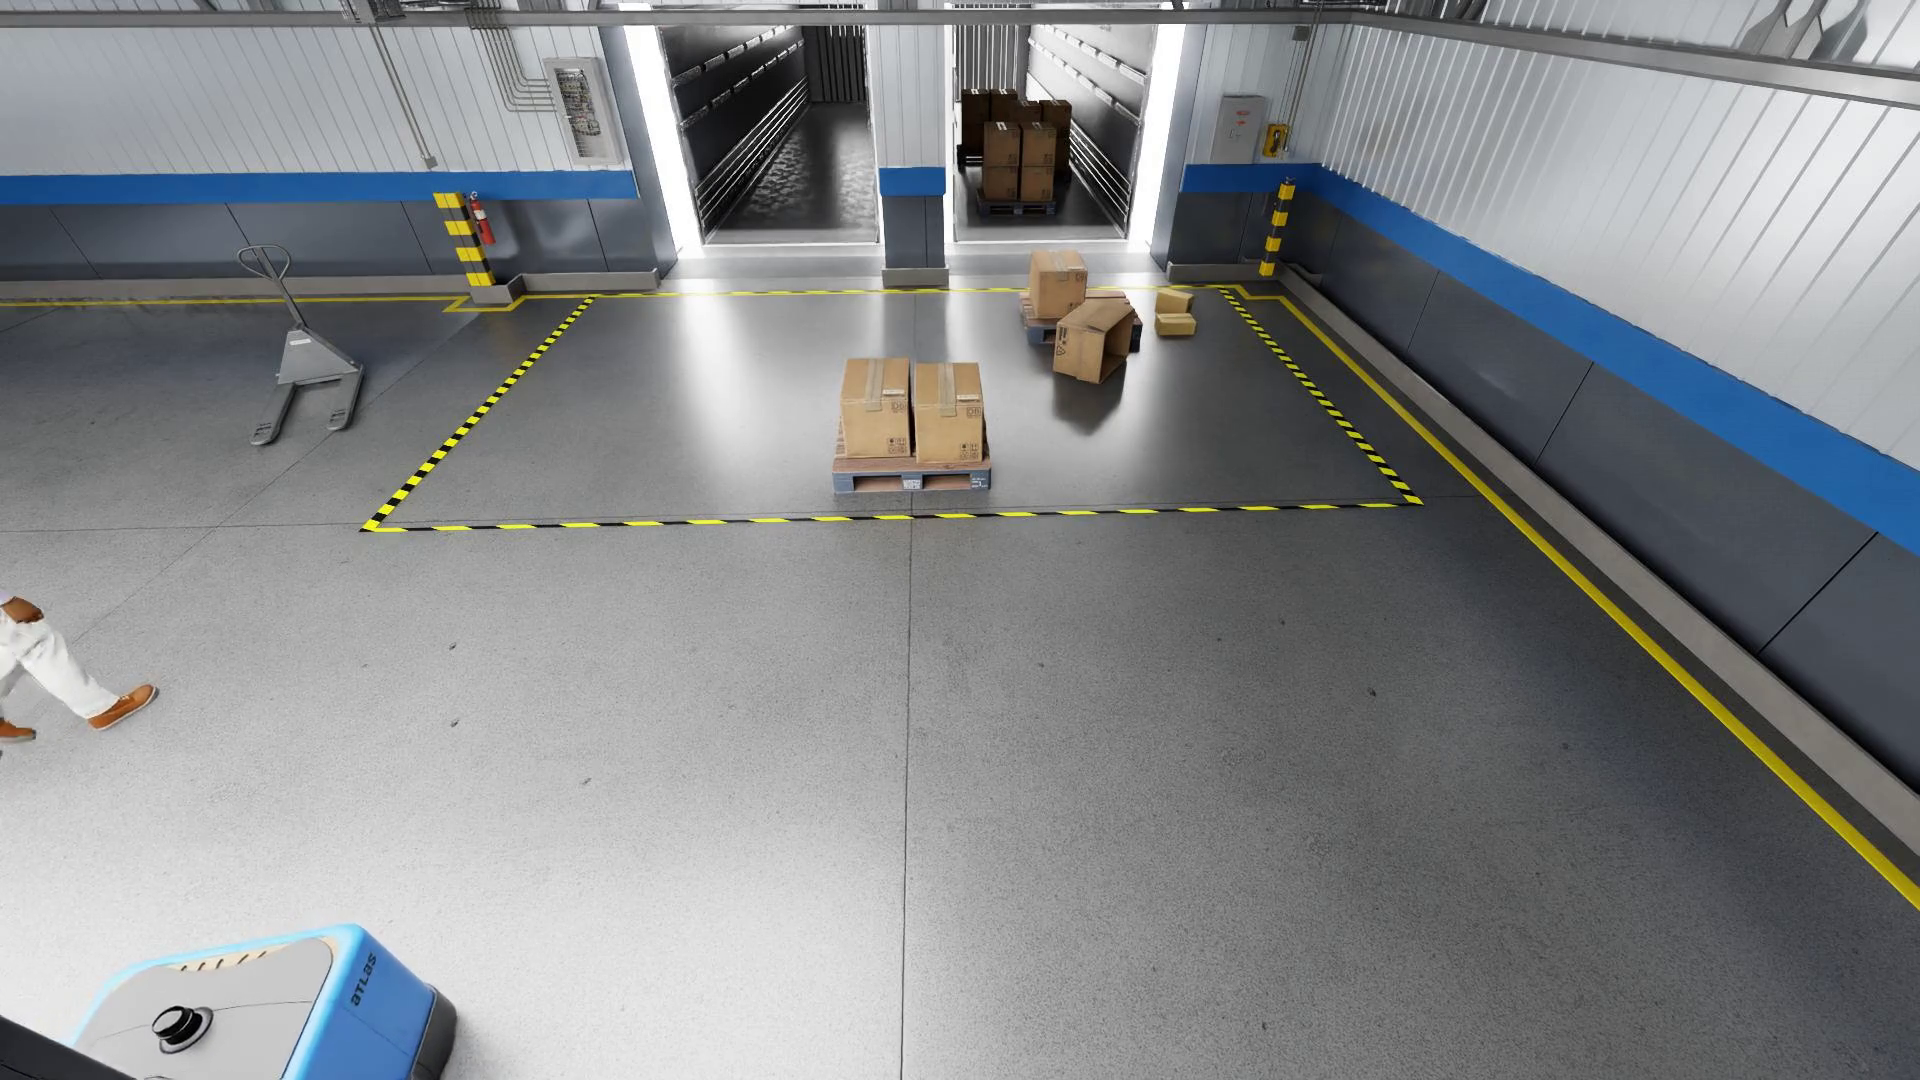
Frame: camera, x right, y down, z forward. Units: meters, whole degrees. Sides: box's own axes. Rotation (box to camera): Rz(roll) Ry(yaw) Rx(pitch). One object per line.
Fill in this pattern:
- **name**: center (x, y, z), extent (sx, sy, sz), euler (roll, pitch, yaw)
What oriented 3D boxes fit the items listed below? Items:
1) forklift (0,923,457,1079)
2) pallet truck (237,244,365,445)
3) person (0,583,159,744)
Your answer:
- **forklift**: center (-2.199, 1.344, 1.843), extent (0.716, 2.013, 0.776), euler (-7, 39, -9)
- **pallet truck**: center (-5.915, -1.733, 6.366), extent (0.680, 1.201, 1.601), euler (-18, 42, -21)
- **person**: center (-4.636, 0.273, 3.288), extent (0.641, 1.918, 0.642), euler (12, 40, 15)
